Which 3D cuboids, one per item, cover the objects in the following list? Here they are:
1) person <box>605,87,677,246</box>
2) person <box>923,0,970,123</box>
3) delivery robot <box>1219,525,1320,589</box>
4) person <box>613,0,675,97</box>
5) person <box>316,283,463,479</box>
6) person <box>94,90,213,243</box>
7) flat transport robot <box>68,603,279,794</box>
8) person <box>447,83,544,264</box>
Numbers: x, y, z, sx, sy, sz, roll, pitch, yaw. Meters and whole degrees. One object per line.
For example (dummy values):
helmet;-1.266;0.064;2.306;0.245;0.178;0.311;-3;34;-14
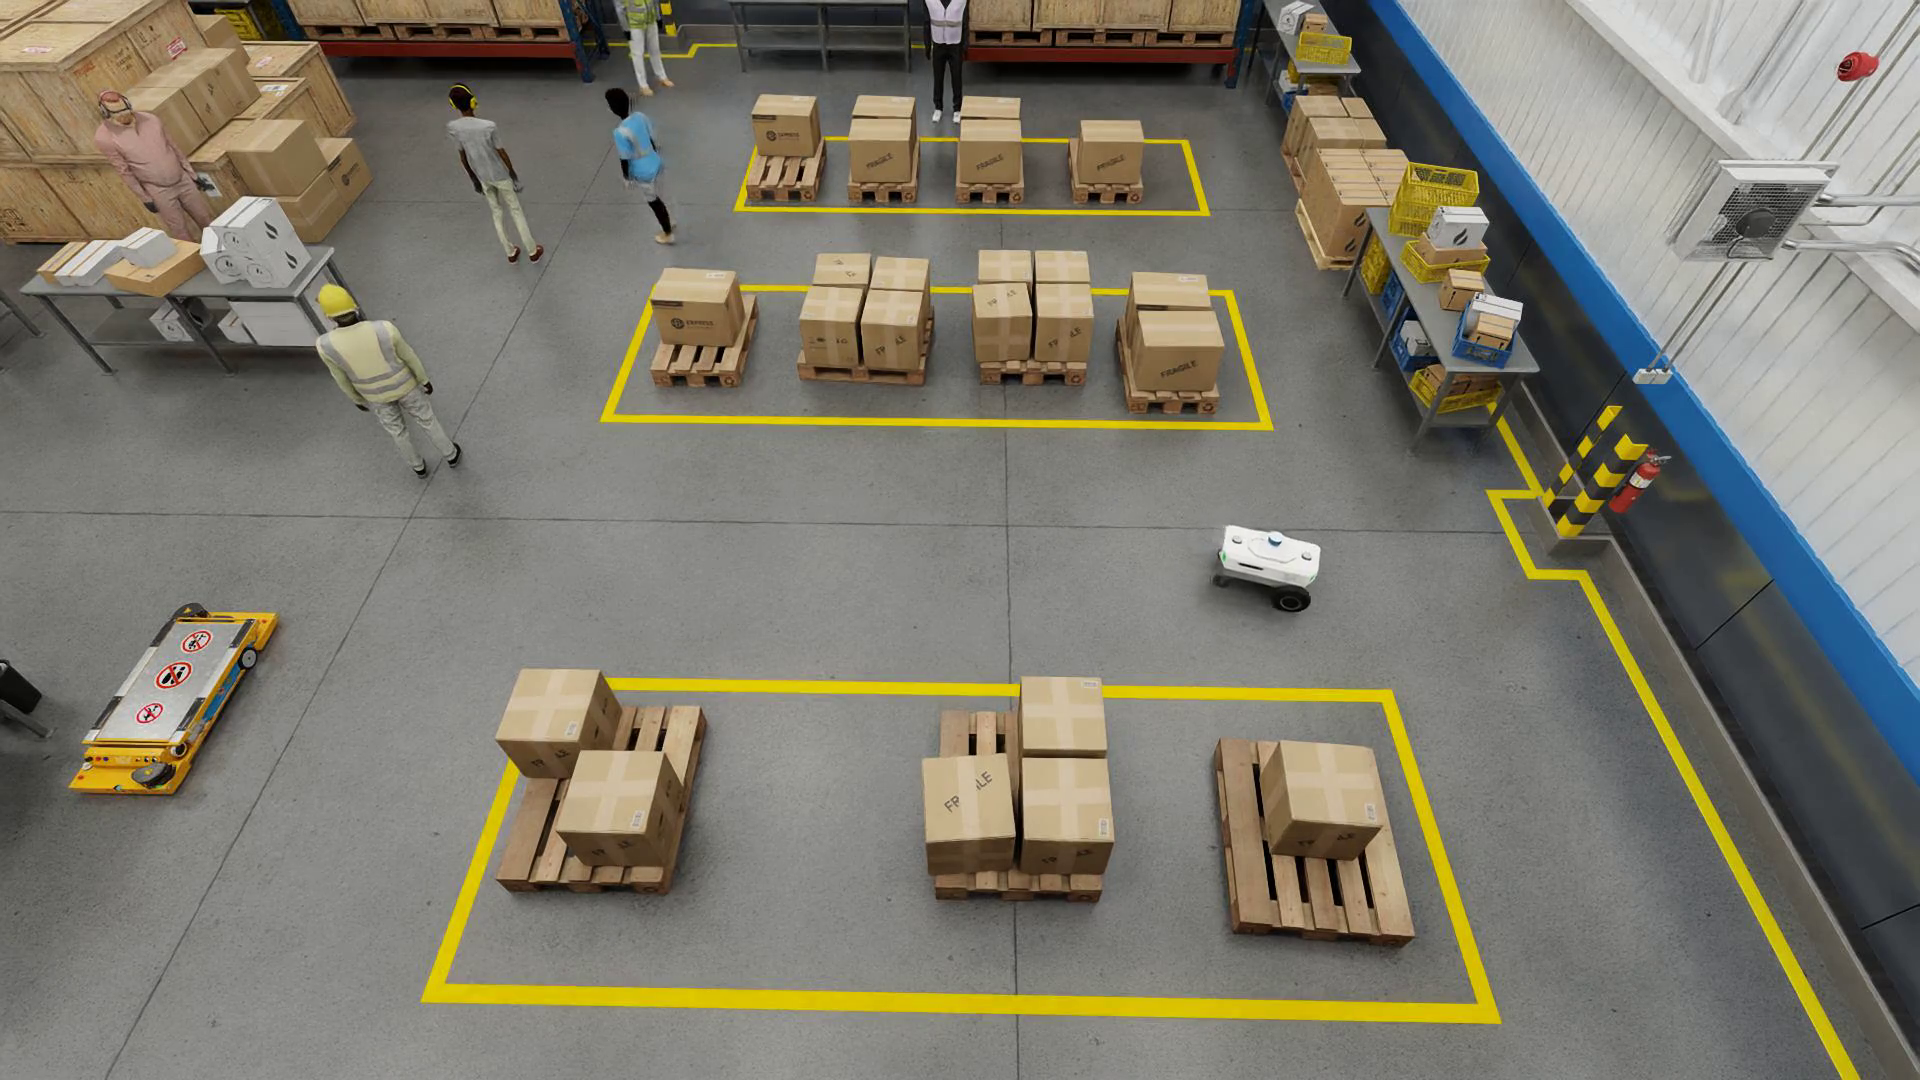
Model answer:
person;-3.366;-3.946;9.773;0.419;1.675;0.545;8;50;7
person;-0.166;-6.296;11.615;0.583;1.911;0.392;3;50;2
delivery robot;2.353;0.127;6.998;0.707;0.478;0.477;14;51;12
person;-4.233;-6.887;12.164;0.431;1.832;0.628;31;56;23
person;-4.613;-1.253;7.393;0.602;1.829;0.404;-22;53;-17
person;-8.060;-3.609;9.344;0.406;1.902;0.639;19;52;15
flat transport robot;-5.504;1.072;6.442;0.652;0.197;1.431;1;50;1
person;-4.821;-3.751;9.493;0.504;1.861;0.328;1;50;1
